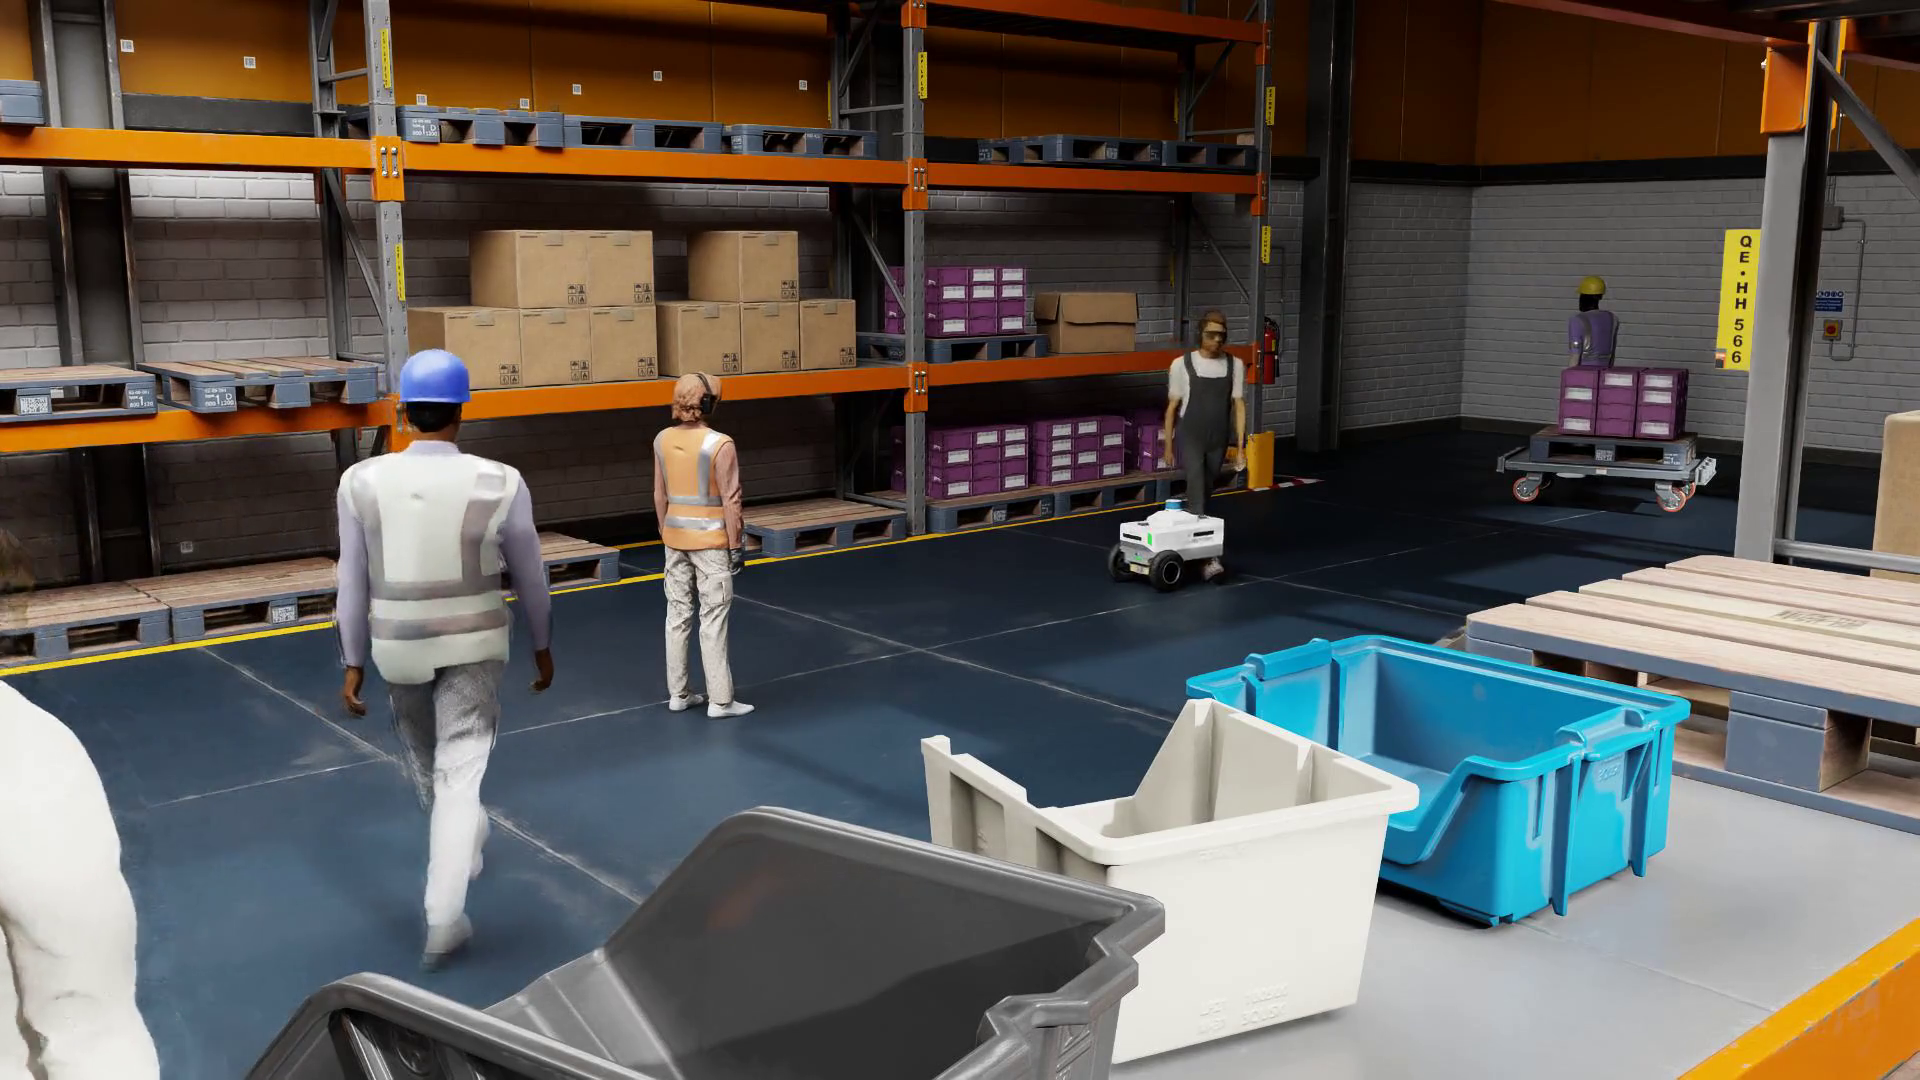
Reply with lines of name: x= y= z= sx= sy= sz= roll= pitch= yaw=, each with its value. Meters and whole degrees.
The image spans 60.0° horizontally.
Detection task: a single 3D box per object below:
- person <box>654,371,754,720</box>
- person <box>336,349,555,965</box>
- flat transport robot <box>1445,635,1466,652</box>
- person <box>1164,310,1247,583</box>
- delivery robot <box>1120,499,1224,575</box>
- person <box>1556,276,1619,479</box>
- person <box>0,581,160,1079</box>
person: x=-1.225 y=0.032 z=7.833 sx=0.515 sy=1.641 sz=0.309 roll=7 pitch=12 yaw=33
person: x=-1.649 y=0.329 z=5.445 sx=0.648 sy=1.890 sz=1.006 roll=0 pitch=10 yaw=-1
flat transport robot: x=2.670 y=0.643 z=8.243 sx=0.652 sy=0.197 sz=1.431 roll=7 pitch=12 yaw=34
person: x=1.651 y=-0.633 z=11.141 sx=0.507 sy=1.797 sz=0.943 roll=-2 pitch=10 yaw=-13
delivery robot: x=1.397 y=-0.025 z=10.927 sx=0.707 sy=0.478 sz=0.477 roll=-7 pitch=12 yaw=-35
person: x=5.969 y=-1.539 z=15.819 sx=0.589 sy=1.930 sz=0.361 roll=-5 pitch=11 yaw=-28
person: x=-1.378 y=0.869 z=2.471 sx=1.007 sy=1.897 sz=0.638 roll=-9 pitch=14 yaw=-42
